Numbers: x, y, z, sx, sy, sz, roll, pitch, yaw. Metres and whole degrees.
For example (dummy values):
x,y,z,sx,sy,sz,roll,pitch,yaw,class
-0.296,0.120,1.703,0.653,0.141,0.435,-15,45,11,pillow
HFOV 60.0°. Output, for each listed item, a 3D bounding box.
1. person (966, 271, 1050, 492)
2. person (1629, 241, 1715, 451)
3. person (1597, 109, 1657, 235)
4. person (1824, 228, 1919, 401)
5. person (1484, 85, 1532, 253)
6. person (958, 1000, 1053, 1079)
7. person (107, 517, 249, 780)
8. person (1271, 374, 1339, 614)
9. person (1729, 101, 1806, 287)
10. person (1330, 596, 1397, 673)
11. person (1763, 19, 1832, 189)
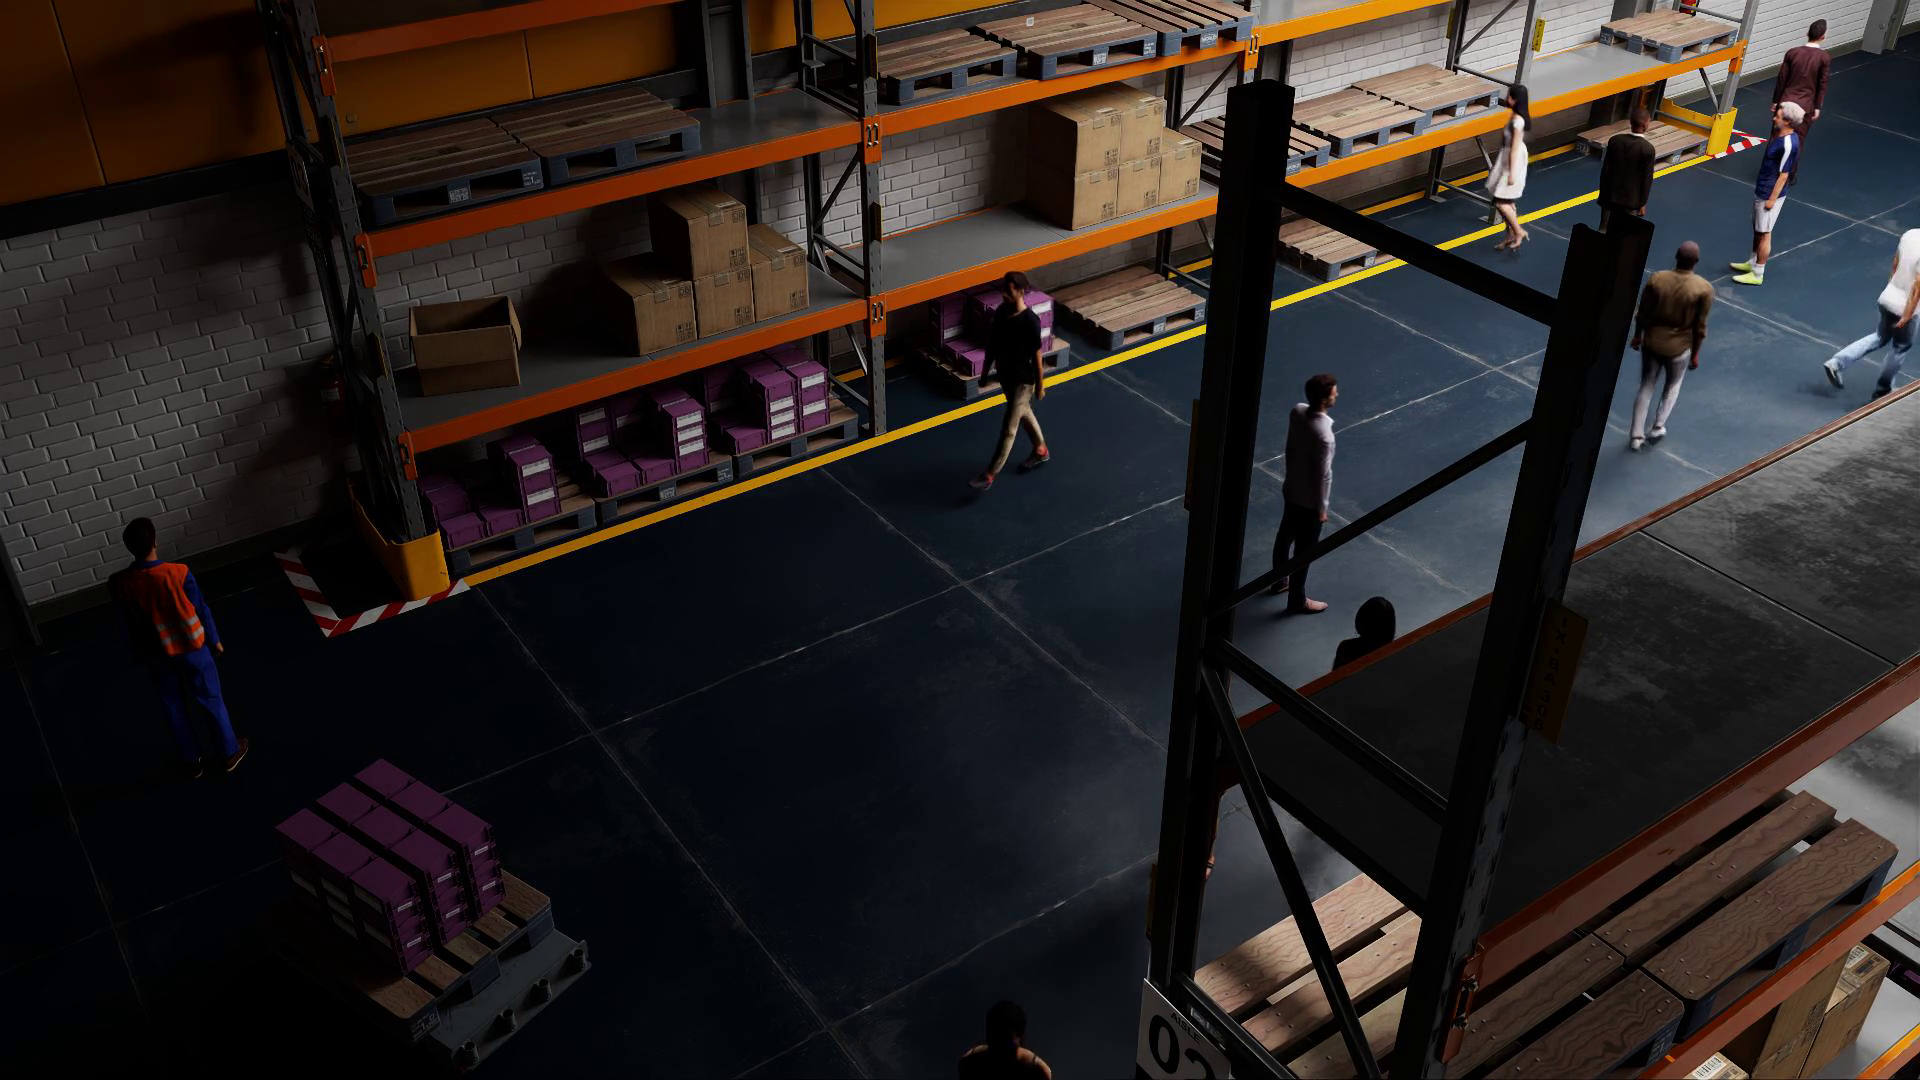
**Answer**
x,y,z,sx,sy,sz,roll,pitch,yaw,class
0.516,-1.298,13.284,1.173,1.807,0.716,-25,41,-32,person
5.775,-1.548,13.656,0.860,1.811,0.854,21,39,28,person
6.531,-3.369,16.404,0.614,1.802,0.690,-29,43,-36,person
8.055,-2.048,14.384,1.090,1.839,0.968,1,34,2,person
5.671,-3.768,17.049,0.892,1.753,0.852,12,36,18,person
0.207,2.644,7.443,0.959,1.707,1.022,6,34,9,person
-4.850,0.669,10.274,0.681,1.864,0.836,-8,34,-11,person
2.454,-0.352,11.820,0.700,1.852,0.742,-9,35,-13,person
8.033,-3.440,16.481,0.770,1.836,0.681,9,35,14,person
2.322,1.100,9.777,0.730,1.694,0.785,8,34,11,person
9.374,-4.882,18.624,0.760,1.866,0.728,22,39,29,person
